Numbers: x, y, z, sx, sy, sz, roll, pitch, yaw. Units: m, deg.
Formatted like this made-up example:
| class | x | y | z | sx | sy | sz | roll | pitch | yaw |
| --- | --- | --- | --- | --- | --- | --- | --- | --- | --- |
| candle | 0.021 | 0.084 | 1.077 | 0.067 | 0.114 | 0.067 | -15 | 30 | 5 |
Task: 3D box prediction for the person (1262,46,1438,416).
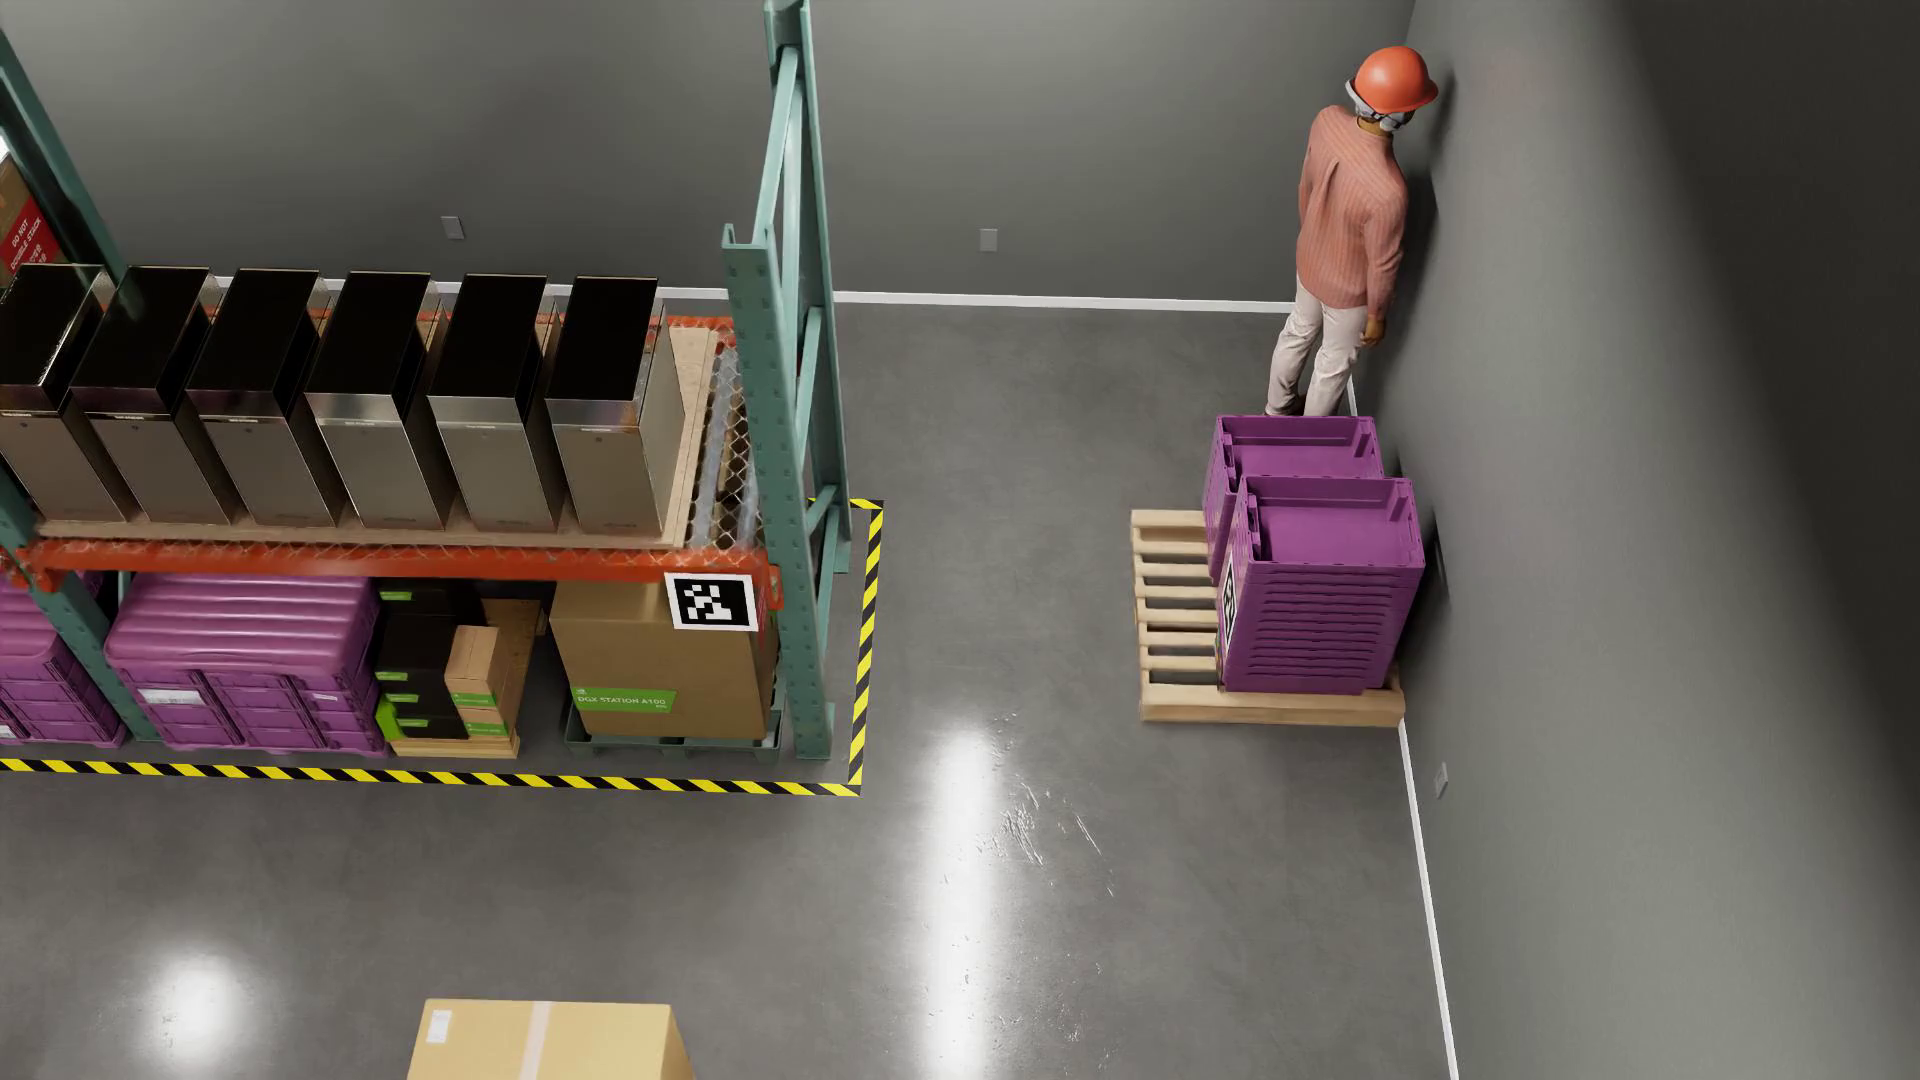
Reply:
| class | x | y | z | sx | sy | sz | roll | pitch | yaw |
| --- | --- | --- | --- | --- | --- | --- | --- | --- | --- |
| person | 1.499 | -1.053 | 6.486 | 0.375 | 1.995 | 0.611 | -18 | 54 | -13 |
